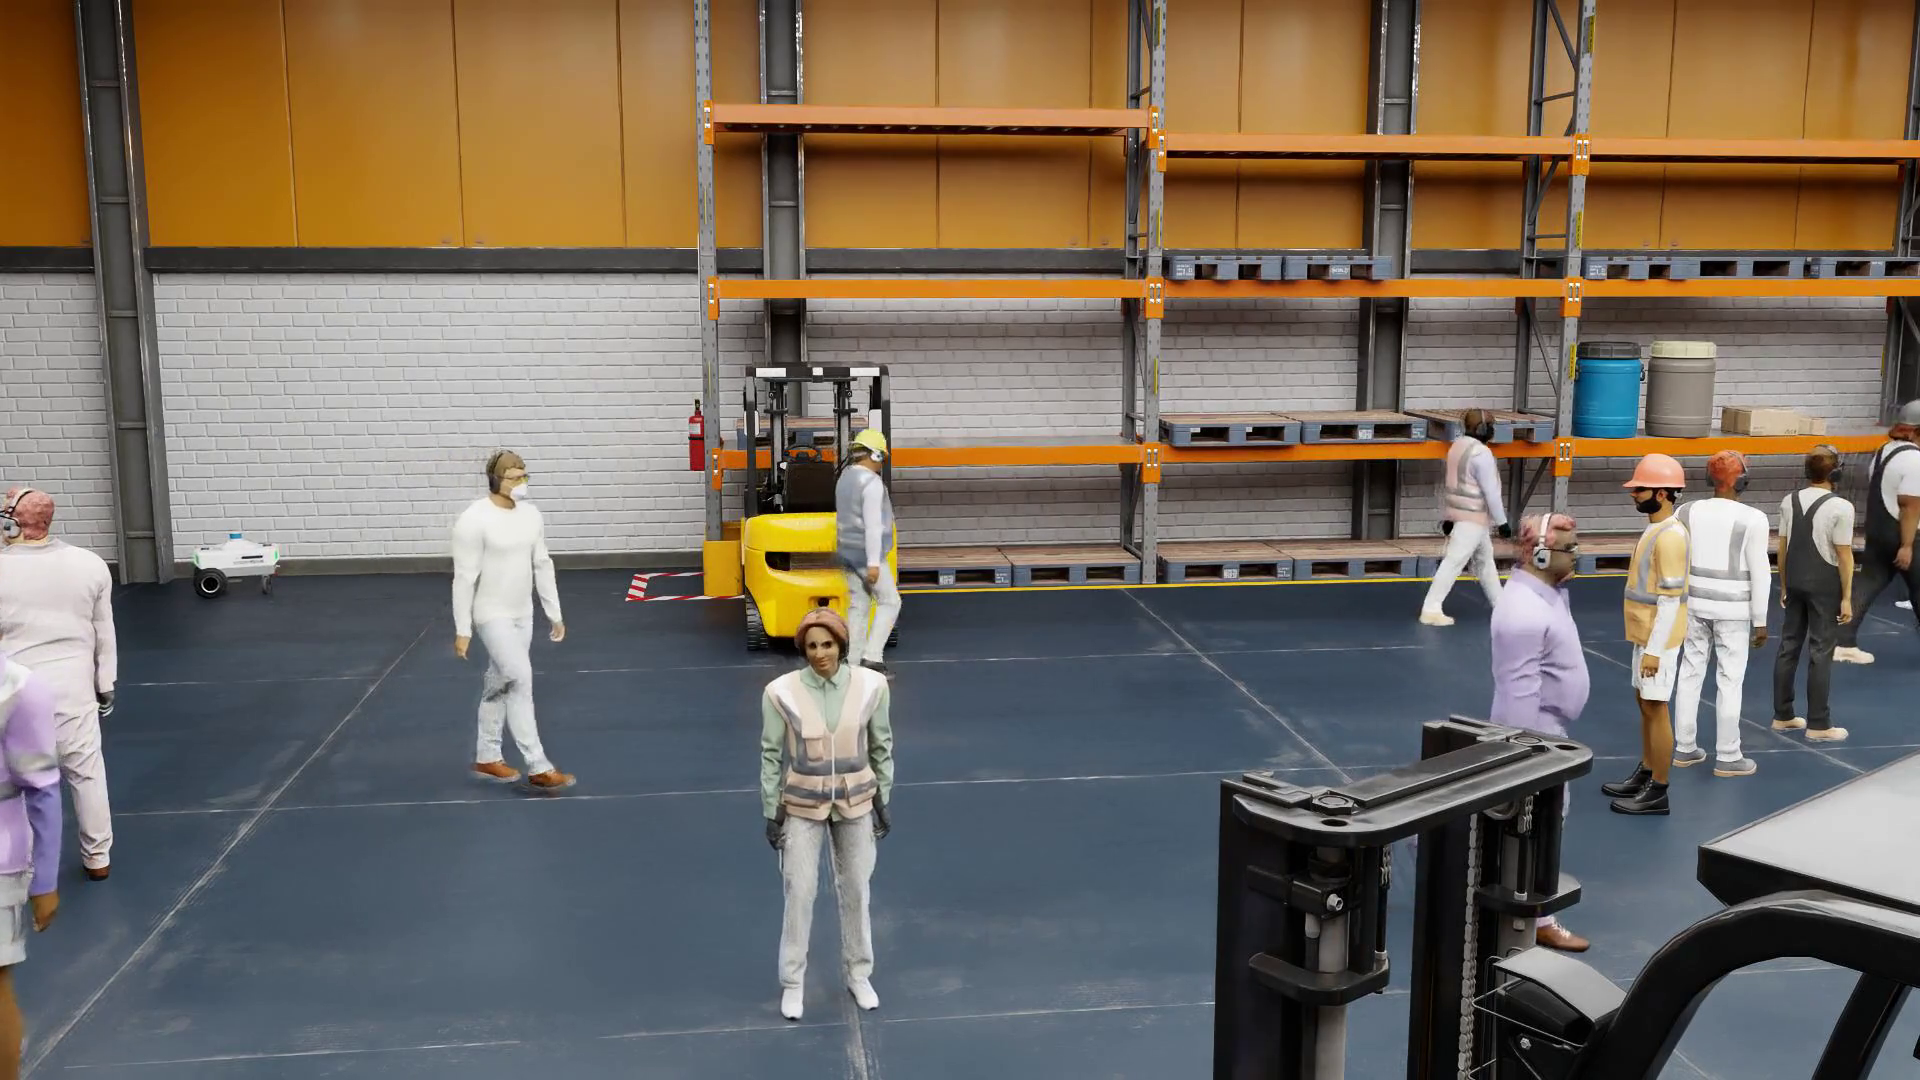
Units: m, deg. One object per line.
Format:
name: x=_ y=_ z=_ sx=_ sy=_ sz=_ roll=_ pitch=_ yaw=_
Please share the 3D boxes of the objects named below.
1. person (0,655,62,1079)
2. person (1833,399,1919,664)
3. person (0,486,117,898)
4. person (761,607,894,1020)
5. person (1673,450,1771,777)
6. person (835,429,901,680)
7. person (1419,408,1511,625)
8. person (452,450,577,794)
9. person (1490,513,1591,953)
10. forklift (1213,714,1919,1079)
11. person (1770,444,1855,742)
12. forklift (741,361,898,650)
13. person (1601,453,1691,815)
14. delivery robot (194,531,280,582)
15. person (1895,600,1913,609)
person: x=-3.211 y=1.025 z=5.348 sx=0.671 sy=2.029 sz=0.585 roll=0 pitch=9 yaw=1
person: x=6.928 y=-0.069 z=12.154 sx=1.010 sy=2.000 sz=0.698 roll=1 pitch=9 yaw=5
person: x=-4.279 y=0.699 z=7.759 sx=0.410 sy=1.913 sz=0.651 roll=7 pitch=12 yaw=39
person: x=-0.515 y=1.053 z=6.456 sx=0.519 sy=1.628 sz=0.333 roll=-2 pitch=9 yaw=-12
person: x=4.382 y=0.420 z=9.594 sx=0.355 sy=1.883 sz=0.574 roll=-7 pitch=11 yaw=-36
person: x=-0.645 y=0.116 z=11.790 sx=0.456 sy=1.788 sz=0.637 roll=-5 pitch=10 yaw=-29
person: x=4.233 y=-0.181 z=13.652 sx=0.976 sy=1.794 sz=0.627 roll=0 pitch=9 yaw=0
person: x=-2.414 y=0.460 z=9.254 sx=0.884 sy=1.906 sz=0.662 roll=4 pitch=10 yaw=22
person: x=2.415 y=0.809 z=7.144 sx=0.594 sy=1.885 sz=0.657 roll=4 pitch=10 yaw=23
forklift: x=1.441 y=1.425 z=2.350 sx=1.214 sy=2.155 sz=2.313 roll=-7 pitch=12 yaw=-39
person: x=5.294 y=0.326 z=10.295 sx=0.345 sy=1.847 sz=0.506 roll=-4 pitch=10 yaw=-24
forklift: x=-1.154 y=-0.340 z=13.365 sx=1.214 sy=2.155 sz=2.313 roll=-1 pitch=9 yaw=-7
person: x=3.688 y=0.504 z=8.897 sx=0.354 sy=1.938 sz=0.544 roll=2 pitch=9 yaw=14
delivery robot: x=-6.524 y=0.167 z=15.012 sx=0.707 sy=0.478 sz=0.477 roll=-4 pitch=10 yaw=-24
person: x=8.359 y=-0.339 z=14.238 sx=0.587 sy=1.913 sz=0.391 roll=-4 pitch=10 yaw=-22
